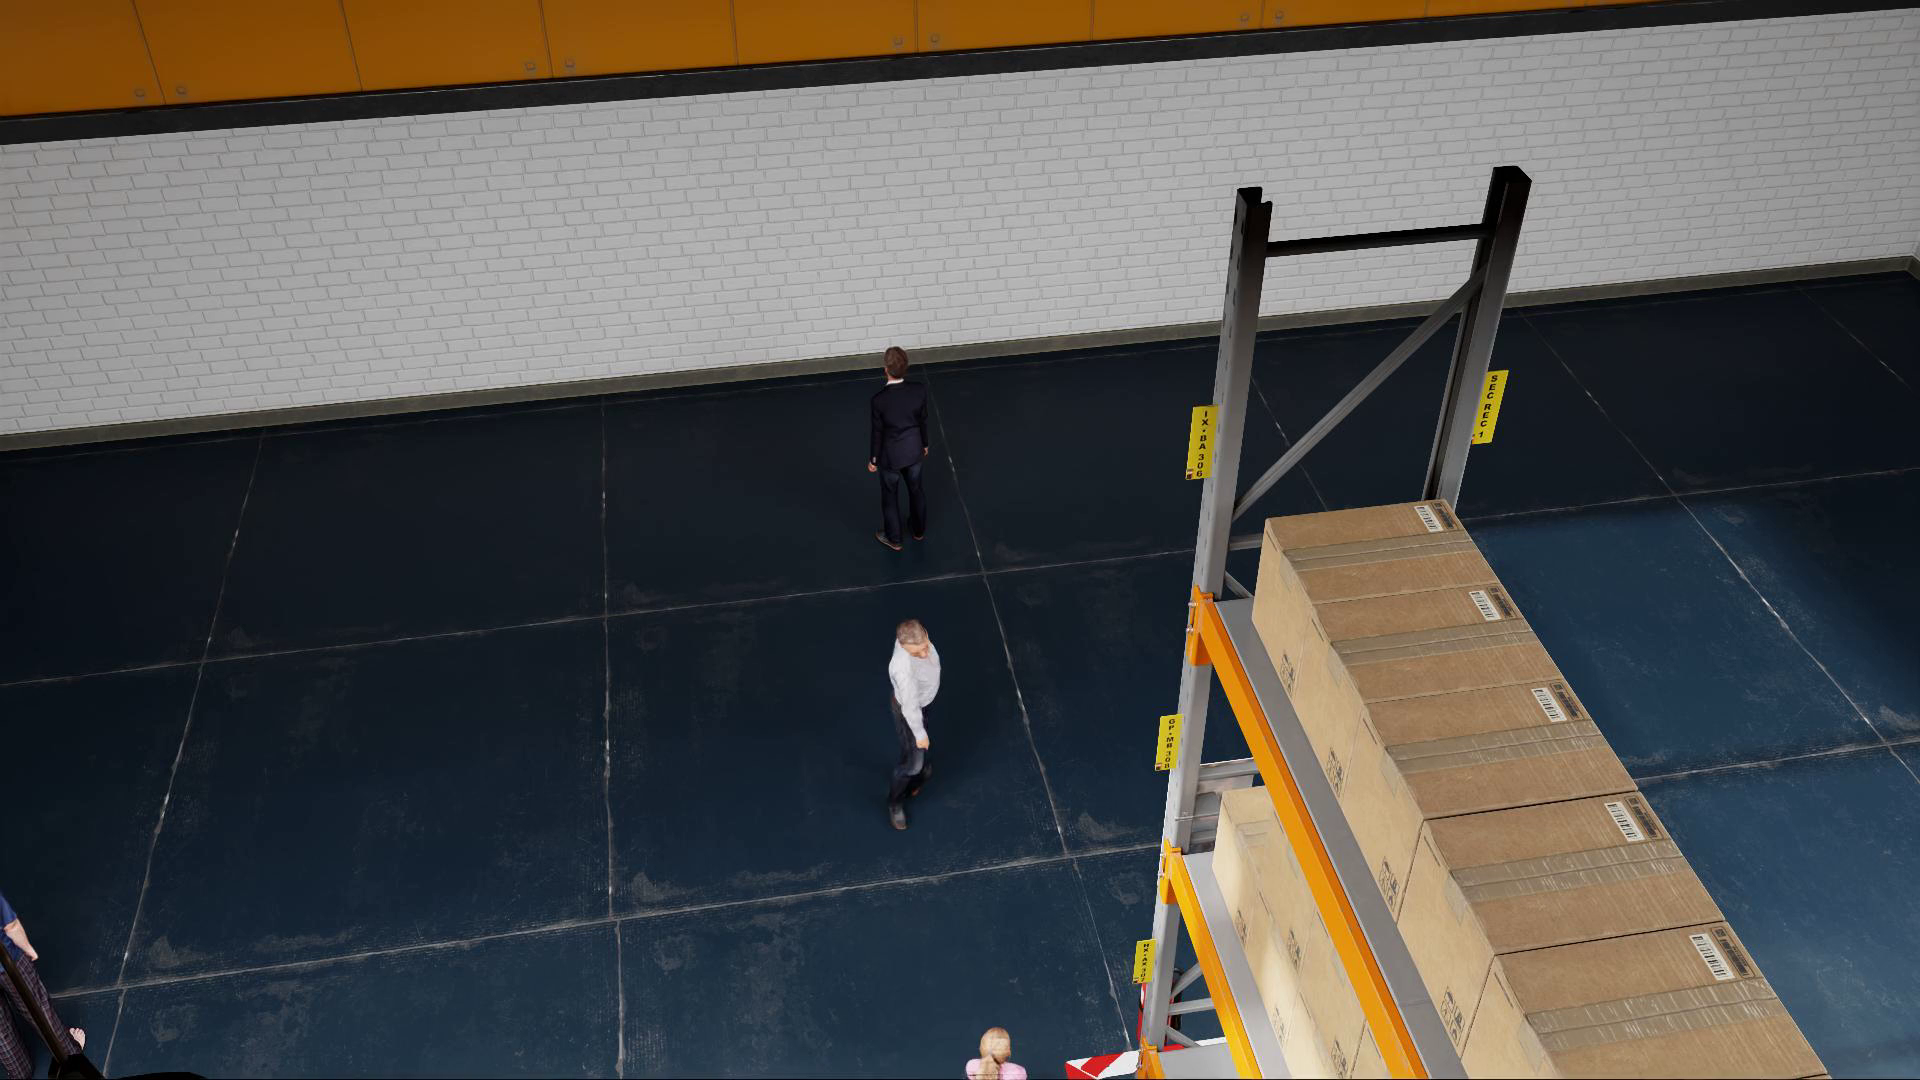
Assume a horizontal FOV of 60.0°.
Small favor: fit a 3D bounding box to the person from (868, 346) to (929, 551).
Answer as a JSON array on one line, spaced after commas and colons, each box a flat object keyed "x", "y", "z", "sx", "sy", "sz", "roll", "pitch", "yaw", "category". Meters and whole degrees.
[{"x": -0.485, "y": -0.728, "z": 13.158, "sx": 0.749, "sy": 1.815, "sz": 0.709, "roll": -19, "pitch": 42, "yaw": -22, "category": "person"}]

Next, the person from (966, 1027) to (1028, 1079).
[{"x": 0.177, "y": 3.083, "z": 8.835, "sx": 0.679, "sy": 1.255, "sz": 0.805, "roll": 13, "pitch": 40, "yaw": 16, "category": "person"}]

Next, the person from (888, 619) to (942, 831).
[{"x": -0.310, "y": 1.058, "z": 10.956, "sx": 0.912, "sy": 1.772, "sz": 0.648, "roll": -6, "pitch": 39, "yaw": -7, "category": "person"}]

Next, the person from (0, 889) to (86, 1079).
[{"x": -5.388, "y": 2.373, "z": 9.229, "sx": 0.732, "sy": 1.872, "sz": 0.685, "roll": -22, "pitch": 44, "yaw": -25, "category": "person"}]
